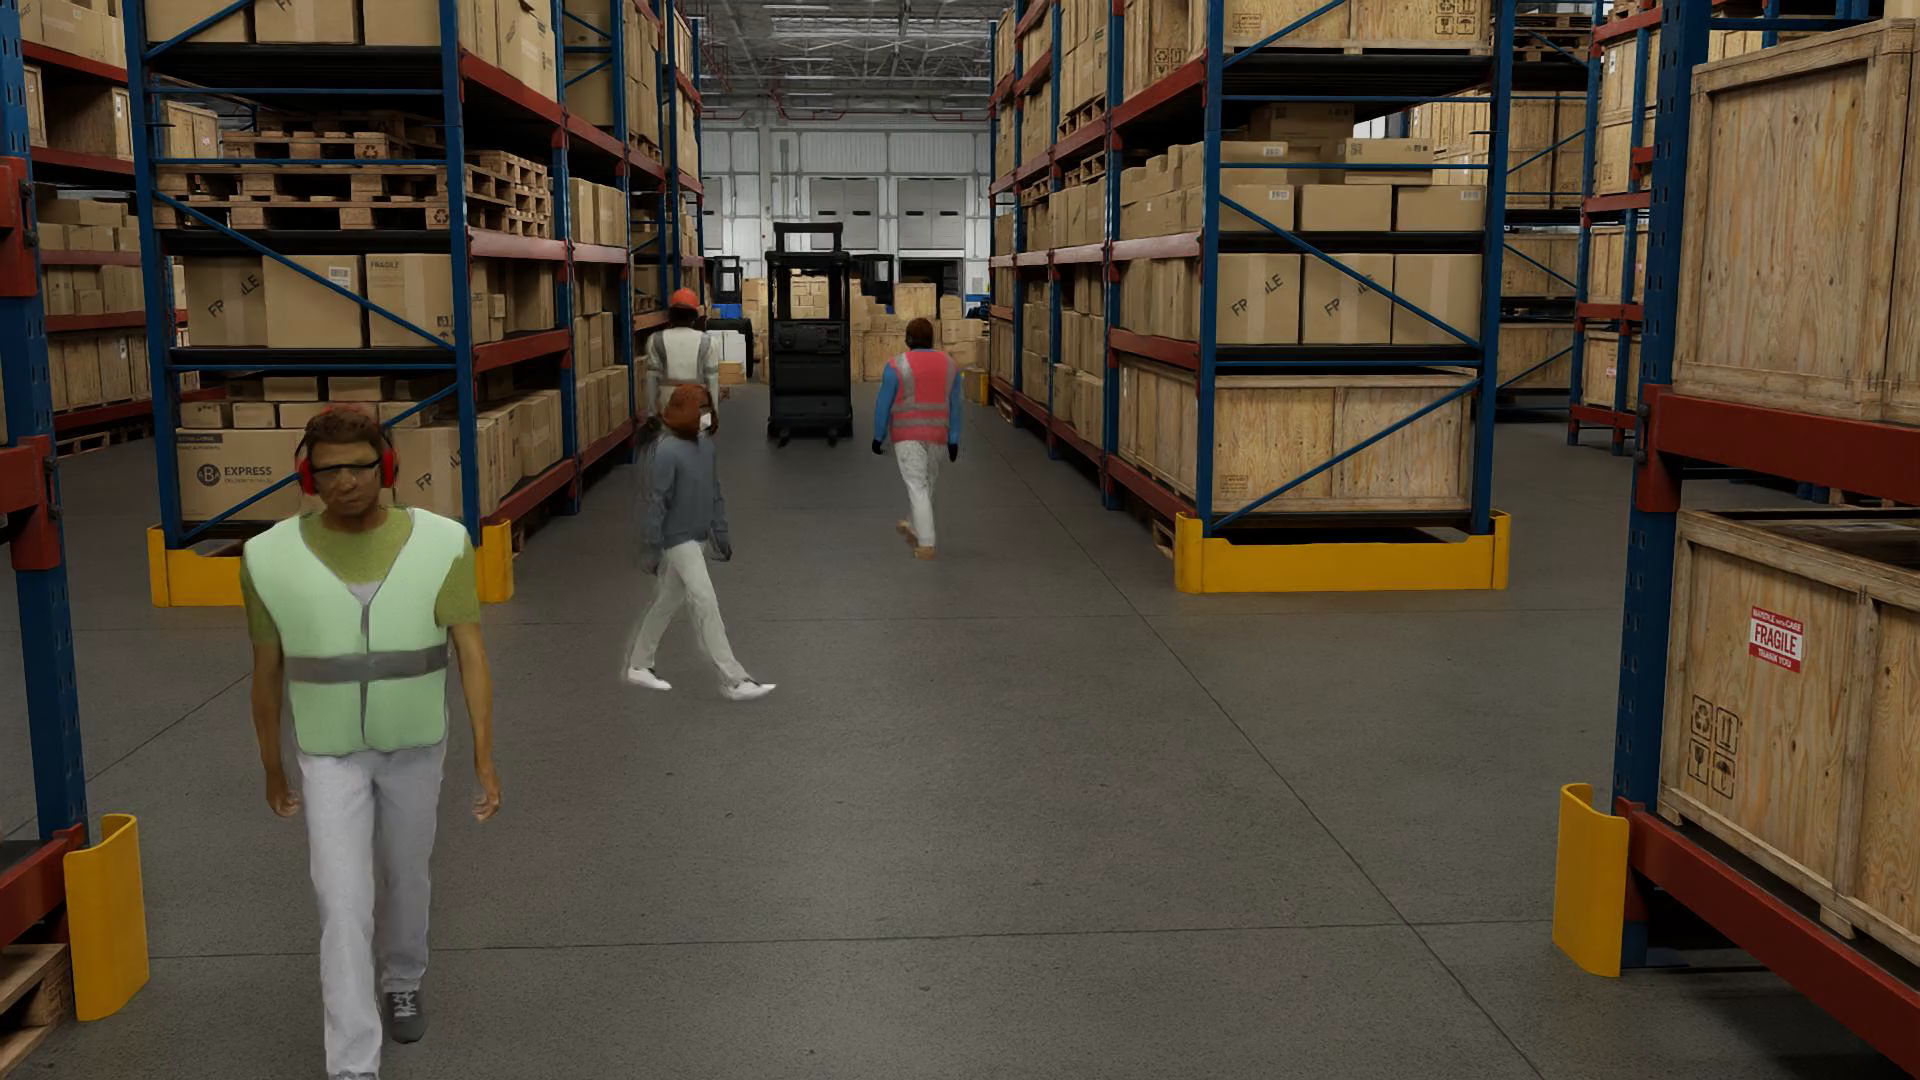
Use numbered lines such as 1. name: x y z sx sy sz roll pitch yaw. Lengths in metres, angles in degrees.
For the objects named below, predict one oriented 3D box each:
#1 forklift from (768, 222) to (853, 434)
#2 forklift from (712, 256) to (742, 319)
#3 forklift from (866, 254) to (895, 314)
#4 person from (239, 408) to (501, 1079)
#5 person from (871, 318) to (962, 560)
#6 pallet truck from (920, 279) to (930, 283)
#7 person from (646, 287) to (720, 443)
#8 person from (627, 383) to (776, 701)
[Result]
1. forklift: -2.034 -2.903 22.556 1.129 2.768 1.873 -1 9 -4
2. forklift: -8.488 -8.990 60.777 1.129 2.768 1.873 -1 9 -4
3. forklift: -2.650 -8.203 55.838 1.129 2.768 1.873 -5 10 -30
4. person: -1.514 0.551 4.292 0.576 1.789 0.969 -4 10 -24
5. person: -0.351 -0.783 12.645 0.624 1.791 0.954 -5 10 -28
6. pallet truck: -0.932 -8.922 63.114 1.885 1.965 0.823 2 9 13
7. person: -2.322 -1.105 13.962 0.618 2.020 0.736 -1 9 -7
8. person: -1.336 0.007 8.317 0.880 1.584 0.514 3 10 19
